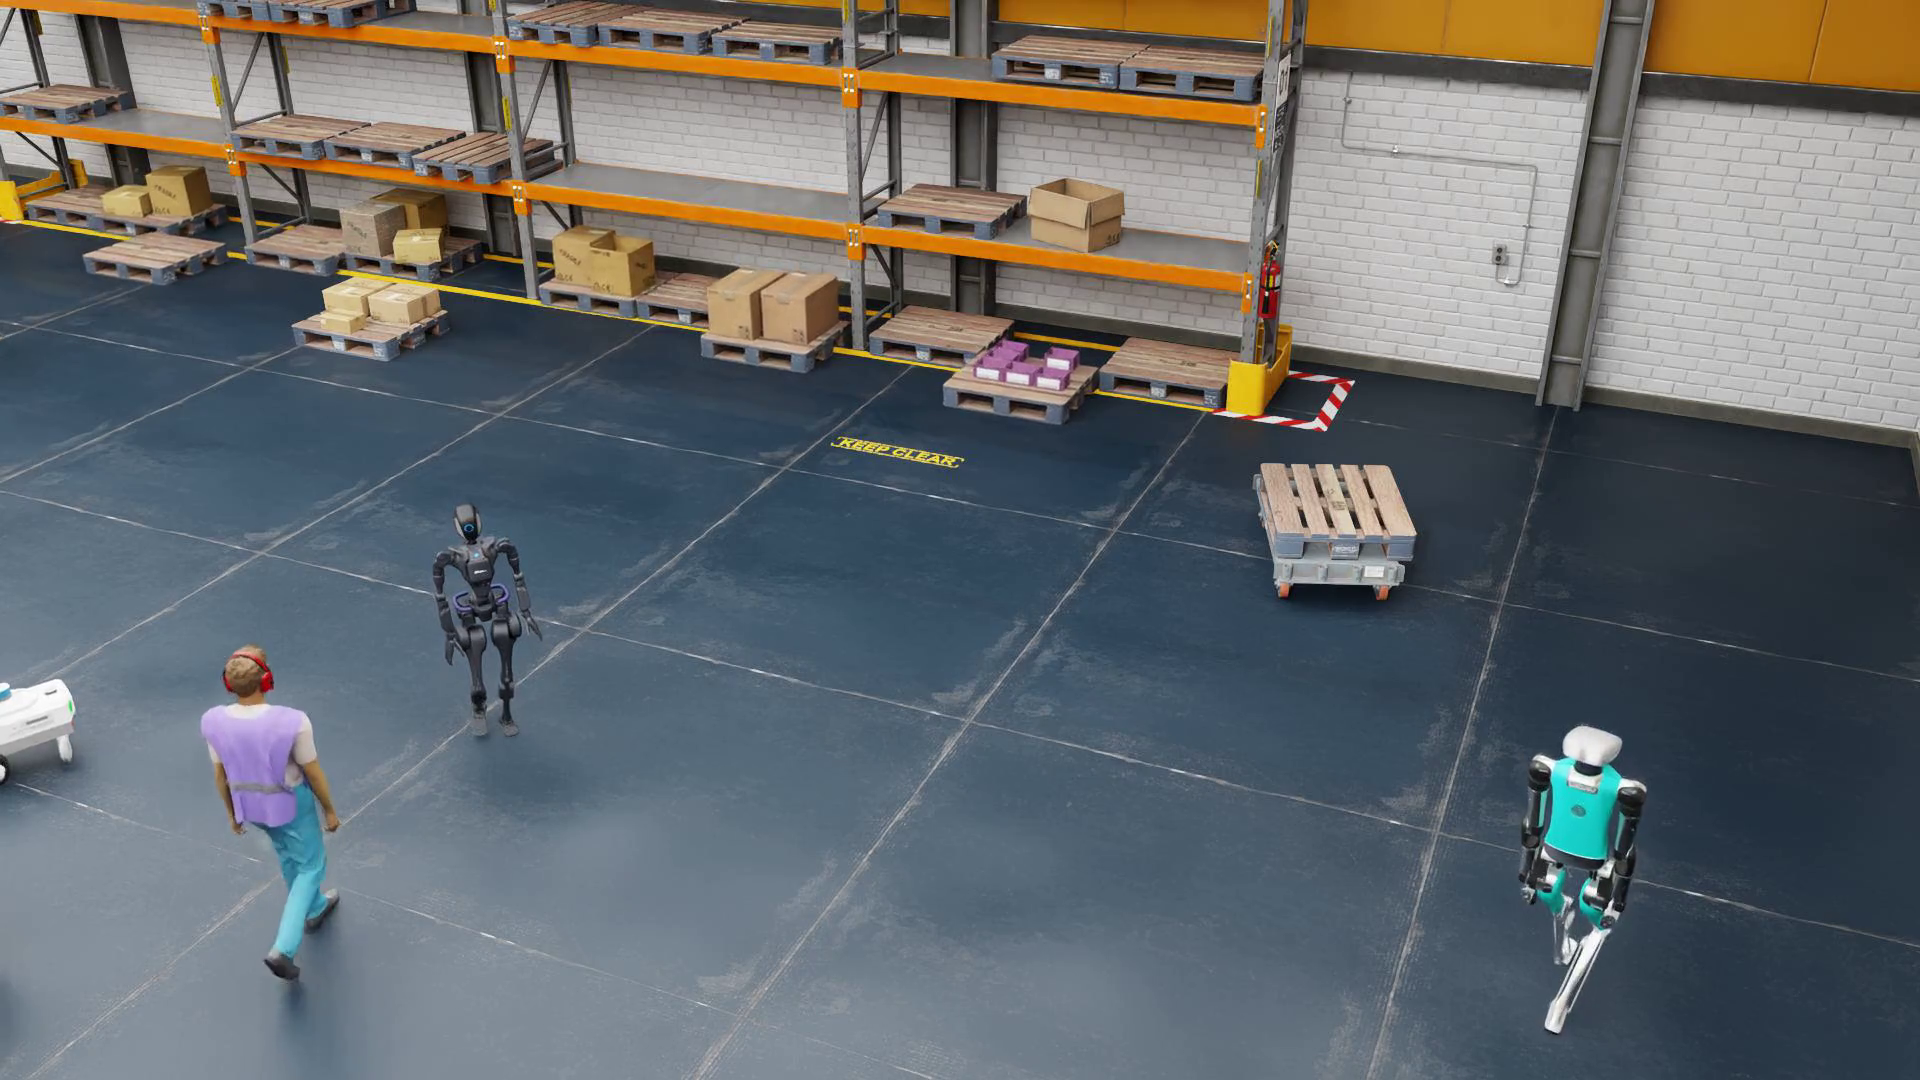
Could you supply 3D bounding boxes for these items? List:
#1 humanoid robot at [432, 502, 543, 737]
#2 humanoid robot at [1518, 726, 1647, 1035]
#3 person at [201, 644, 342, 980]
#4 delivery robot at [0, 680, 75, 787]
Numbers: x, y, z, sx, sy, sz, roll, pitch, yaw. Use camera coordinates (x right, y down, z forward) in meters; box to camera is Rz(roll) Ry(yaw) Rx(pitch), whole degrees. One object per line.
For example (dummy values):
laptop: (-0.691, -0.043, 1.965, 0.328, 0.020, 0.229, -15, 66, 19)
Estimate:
humanoid robot: (-2.946, 0.507, 10.416, 0.601, 1.649, 0.348, -13, 30, -24)
humanoid robot: (3.088, 1.624, 8.274, 0.553, 1.872, 0.814, 16, 31, 28)
person: (-3.518, 1.385, 8.544, 0.573, 1.819, 0.786, 4, 28, 8)
delivery robot: (-5.915, 1.167, 10.338, 0.749, 0.578, 0.505, -21, 34, -35)
